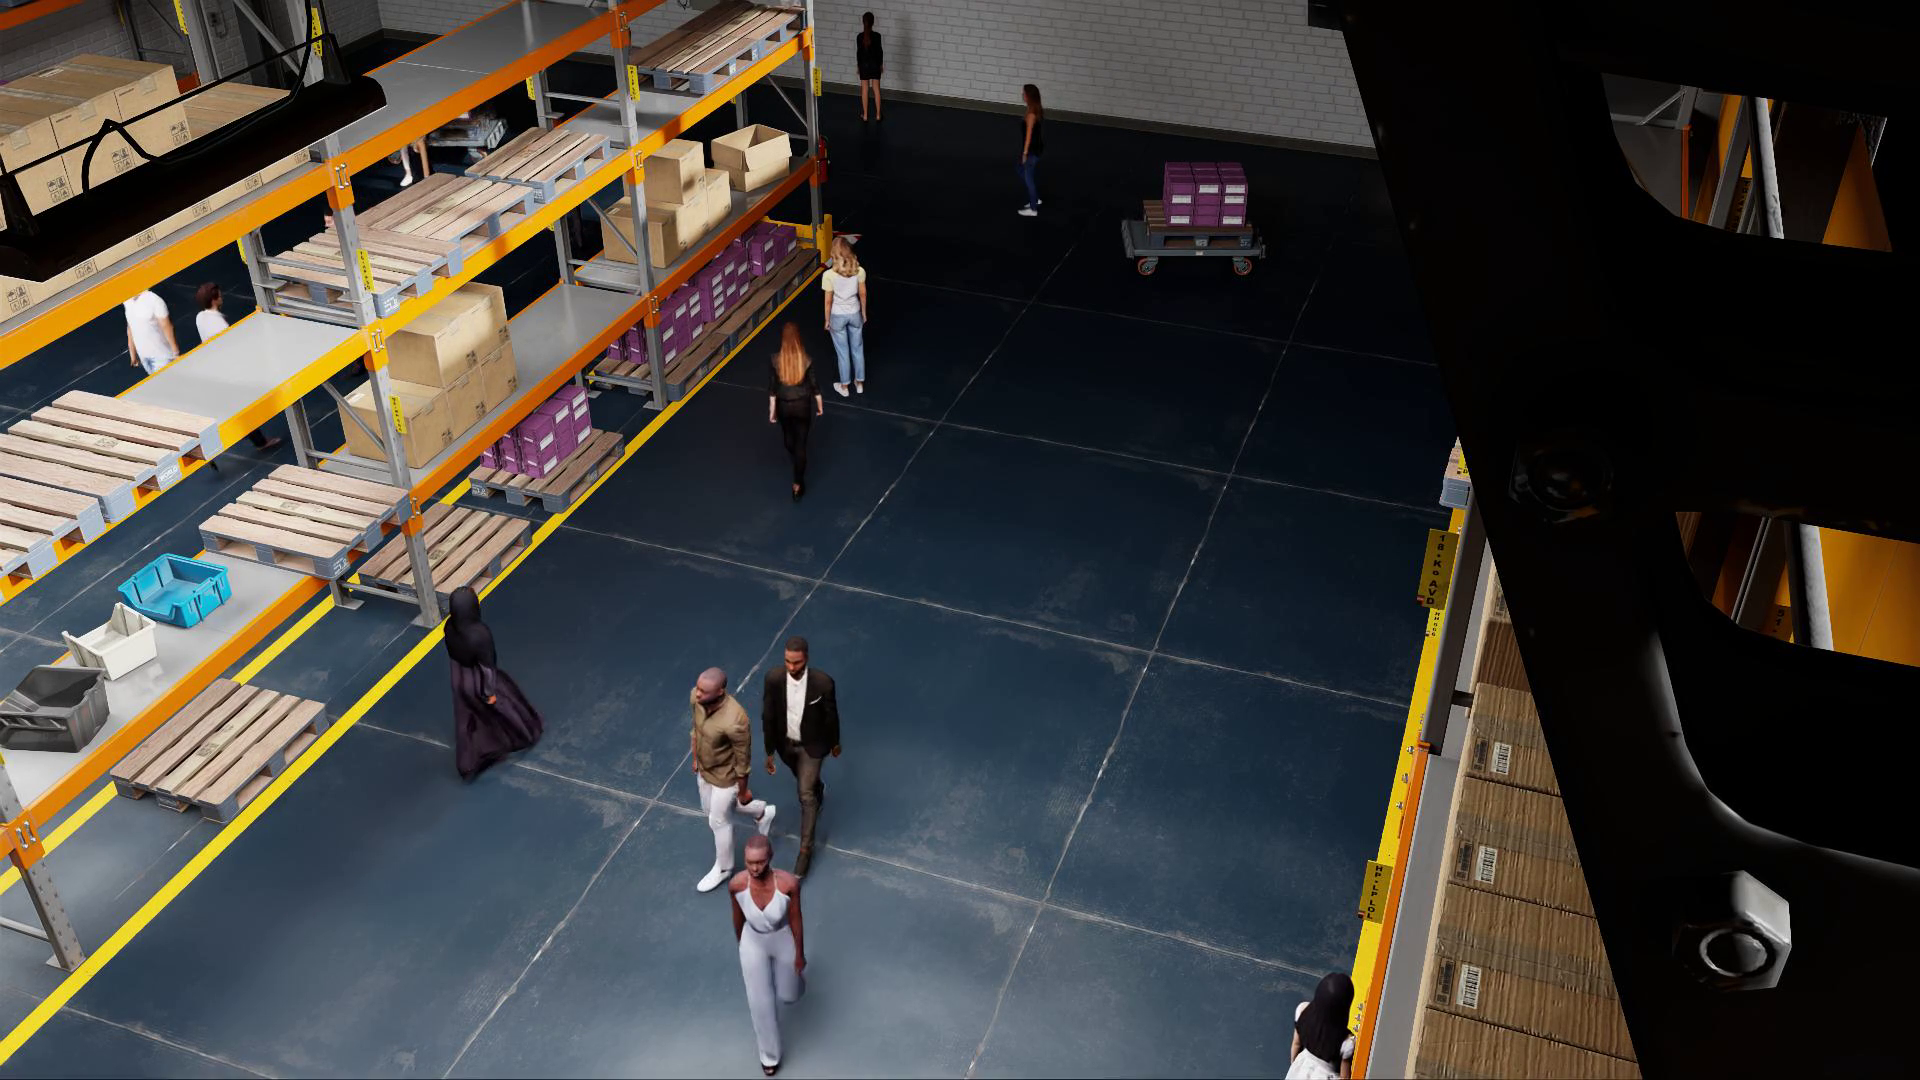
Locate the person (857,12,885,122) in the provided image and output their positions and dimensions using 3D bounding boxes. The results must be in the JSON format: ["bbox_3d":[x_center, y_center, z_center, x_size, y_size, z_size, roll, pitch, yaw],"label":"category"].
[{"bbox_3d":[-1.304,-6.844,24.020,0.614,1.548,0.619,-3,34,-4],"label":"person"}]

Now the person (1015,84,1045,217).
[{"bbox_3d":[0.971,-4.898,20.946,0.703,1.711,0.585,5,34,7],"label":"person"}]

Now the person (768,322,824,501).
[{"bbox_3d":[-1.547,-1.154,15.342,0.781,1.678,1.107,3,34,5],"label":"person"}]

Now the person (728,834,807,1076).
[{"bbox_3d":[-1.115,2.384,9.939,0.780,1.768,0.989,0,34,0],"label":"person"}]

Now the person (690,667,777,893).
[{"bbox_3d":[-1.540,1.529,11.192,1.099,1.804,0.985,-24,41,-32],"label":"person"}]

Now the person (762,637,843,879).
[{"bbox_3d":[-1.088,1.351,11.503,0.711,1.757,1.175,7,34,11],"label":"person"}]

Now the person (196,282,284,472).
[{"bbox_3d":[-7.018,-1.531,15.777,1.213,1.825,0.986,-29,43,-36],"label":"person"}]

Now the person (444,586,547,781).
[{"bbox_3d":[-3.572,1.047,12.093,0.734,1.610,1.053,17,37,24],"label":"person"}]

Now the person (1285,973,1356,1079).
[{"bbox_3d":[1.934,3.007,9.001,0.803,1.769,0.777,-24,41,-32],"label":"person"}]

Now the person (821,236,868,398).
[{"bbox_3d":[-1.167,-2.280,16.997,0.699,1.723,0.756,-14,36,-20],"label":"person"}]

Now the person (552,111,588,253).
[{"bbox_3d":[-4.782,-4.294,19.974,0.654,1.780,0.702,-12,36,-18],"label":"person"}]

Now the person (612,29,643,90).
[{"bbox_3d":[-4.396,-6.016,22.552,1.082,1.795,1.273,24,41,32],"label":"person"}]
